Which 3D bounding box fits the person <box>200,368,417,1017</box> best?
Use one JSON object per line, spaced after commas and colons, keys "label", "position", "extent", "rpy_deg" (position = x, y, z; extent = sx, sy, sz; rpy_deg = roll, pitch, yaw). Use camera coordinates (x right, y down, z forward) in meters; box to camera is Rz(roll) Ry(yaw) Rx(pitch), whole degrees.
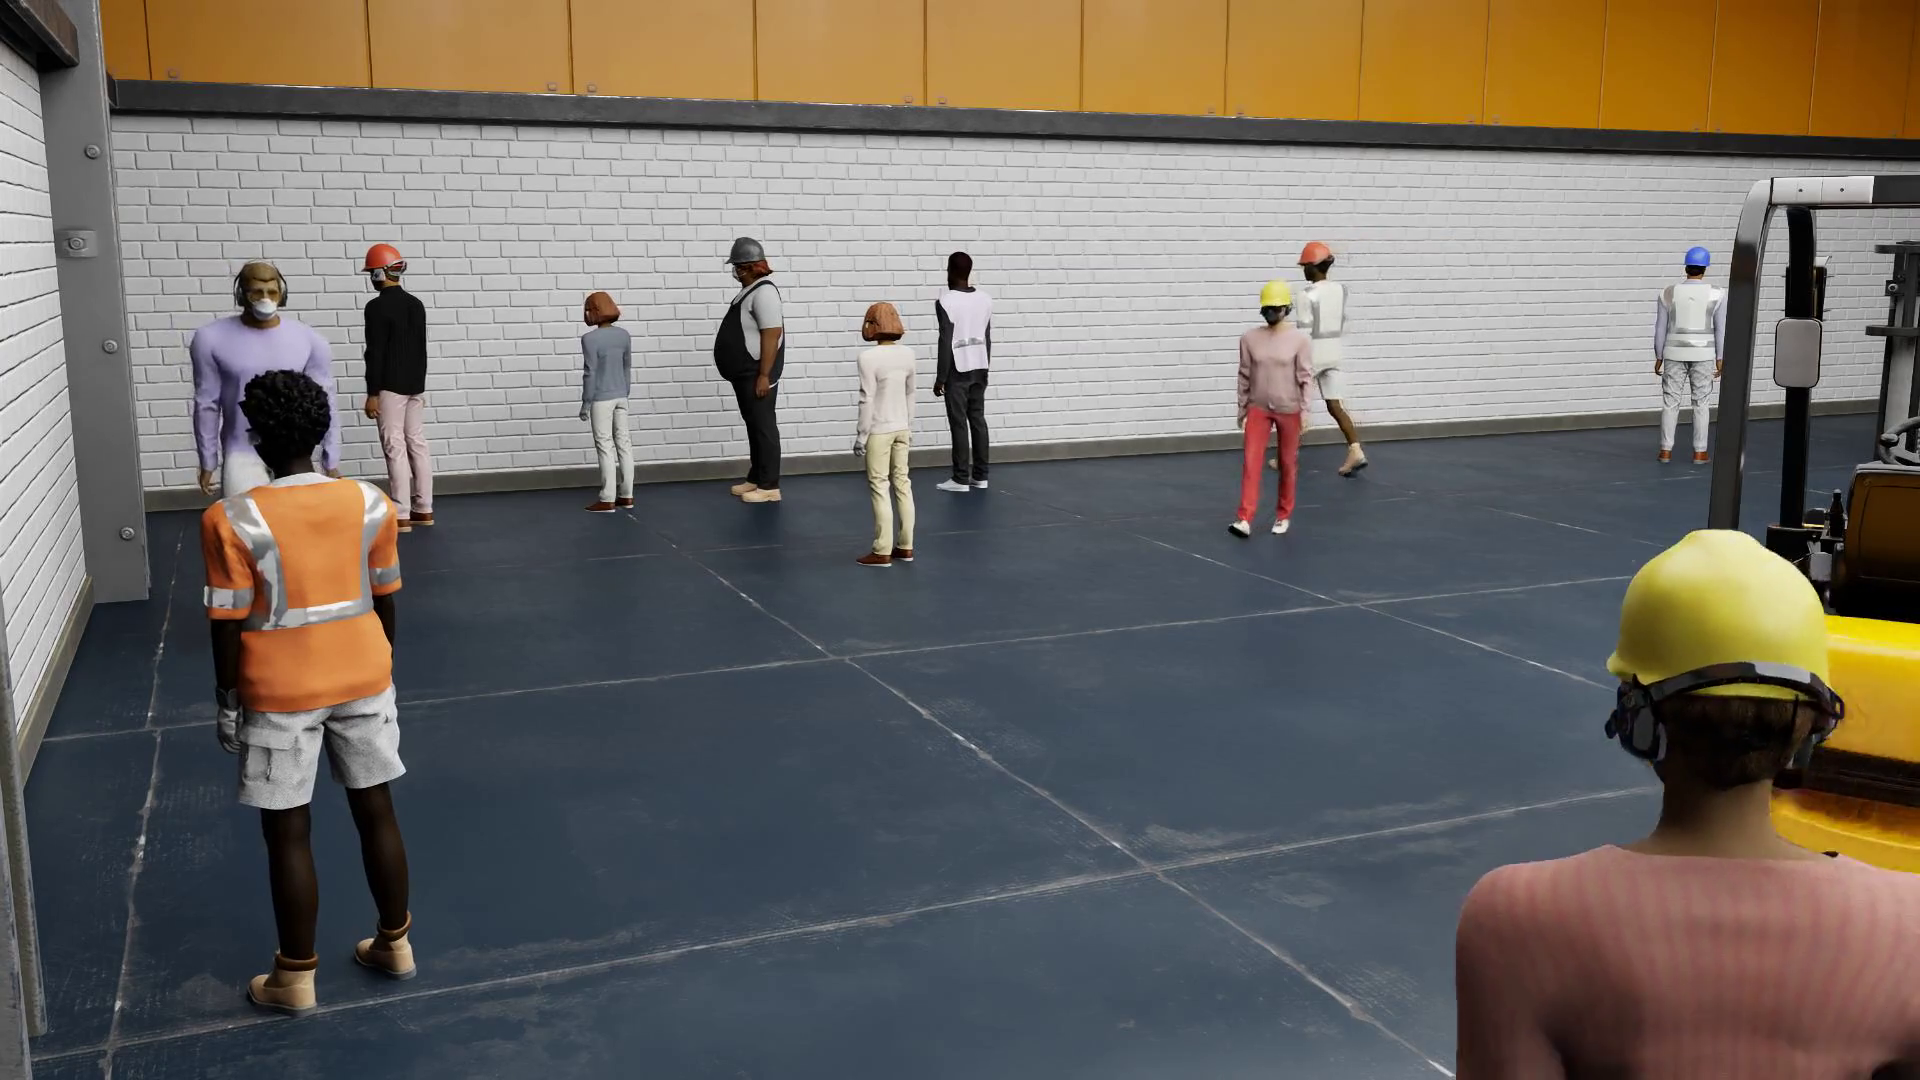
{"label": "person", "position": [-1.707, 0.397, 4.390], "extent": [0.321, 1.691, 0.532], "rpy_deg": [9, 14, 41]}

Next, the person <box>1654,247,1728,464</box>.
{"label": "person", "position": [6.567, -1.654, 14.971], "extent": [0.608, 1.948, 0.389], "rpy_deg": [5, 11, 26]}

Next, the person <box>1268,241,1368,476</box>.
{"label": "person", "position": [3.089, -1.547, 14.224], "extent": [0.622, 2.012, 0.968], "rpy_deg": [-6, 12, -29]}

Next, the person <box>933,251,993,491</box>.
{"label": "person", "position": [0.032, -1.346, 13.357], "extent": [0.386, 1.918, 0.590], "rpy_deg": [10, 14, 43]}

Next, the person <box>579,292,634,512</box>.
{"label": "person", "position": [-2.626, -1.020, 12.350], "extent": [0.285, 1.632, 0.498], "rpy_deg": [6, 12, 28]}

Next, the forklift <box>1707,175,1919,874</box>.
{"label": "forklift", "position": [2.810, 0.094, 4.662], "extent": [1.214, 2.155, 2.313], "rpy_deg": [7, 12, 34]}

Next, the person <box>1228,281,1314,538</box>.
{"label": "person", "position": [2.080, -0.853, 11.146], "extent": [0.551, 1.721, 0.870], "rpy_deg": [5, 11, 25]}

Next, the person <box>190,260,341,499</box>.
{"label": "person", "position": [-3.331, -0.383, 8.048], "extent": [0.655, 1.914, 0.598], "rpy_deg": [-5, 11, -26]}

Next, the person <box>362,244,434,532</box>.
{"label": "person", "position": [-3.928, -1.053, 11.560], "extent": [0.402, 1.986, 0.612], "rpy_deg": [3, 11, 15]}

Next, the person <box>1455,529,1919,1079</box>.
{"label": "person", "position": [0.768, 0.862, 1.707], "extent": [0.537, 1.736, 0.857], "rpy_deg": [2, 10, 9]}

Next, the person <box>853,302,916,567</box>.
{"label": "person", "position": [-0.467, -0.652, 10.317], "extent": [0.267, 1.632, 0.509], "rpy_deg": [8, 13, 38]}

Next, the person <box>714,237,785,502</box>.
{"label": "person", "position": [-1.628, -1.315, 12.850], "extent": [0.535, 2.000, 0.686], "rpy_deg": [-3, 11, -17]}
